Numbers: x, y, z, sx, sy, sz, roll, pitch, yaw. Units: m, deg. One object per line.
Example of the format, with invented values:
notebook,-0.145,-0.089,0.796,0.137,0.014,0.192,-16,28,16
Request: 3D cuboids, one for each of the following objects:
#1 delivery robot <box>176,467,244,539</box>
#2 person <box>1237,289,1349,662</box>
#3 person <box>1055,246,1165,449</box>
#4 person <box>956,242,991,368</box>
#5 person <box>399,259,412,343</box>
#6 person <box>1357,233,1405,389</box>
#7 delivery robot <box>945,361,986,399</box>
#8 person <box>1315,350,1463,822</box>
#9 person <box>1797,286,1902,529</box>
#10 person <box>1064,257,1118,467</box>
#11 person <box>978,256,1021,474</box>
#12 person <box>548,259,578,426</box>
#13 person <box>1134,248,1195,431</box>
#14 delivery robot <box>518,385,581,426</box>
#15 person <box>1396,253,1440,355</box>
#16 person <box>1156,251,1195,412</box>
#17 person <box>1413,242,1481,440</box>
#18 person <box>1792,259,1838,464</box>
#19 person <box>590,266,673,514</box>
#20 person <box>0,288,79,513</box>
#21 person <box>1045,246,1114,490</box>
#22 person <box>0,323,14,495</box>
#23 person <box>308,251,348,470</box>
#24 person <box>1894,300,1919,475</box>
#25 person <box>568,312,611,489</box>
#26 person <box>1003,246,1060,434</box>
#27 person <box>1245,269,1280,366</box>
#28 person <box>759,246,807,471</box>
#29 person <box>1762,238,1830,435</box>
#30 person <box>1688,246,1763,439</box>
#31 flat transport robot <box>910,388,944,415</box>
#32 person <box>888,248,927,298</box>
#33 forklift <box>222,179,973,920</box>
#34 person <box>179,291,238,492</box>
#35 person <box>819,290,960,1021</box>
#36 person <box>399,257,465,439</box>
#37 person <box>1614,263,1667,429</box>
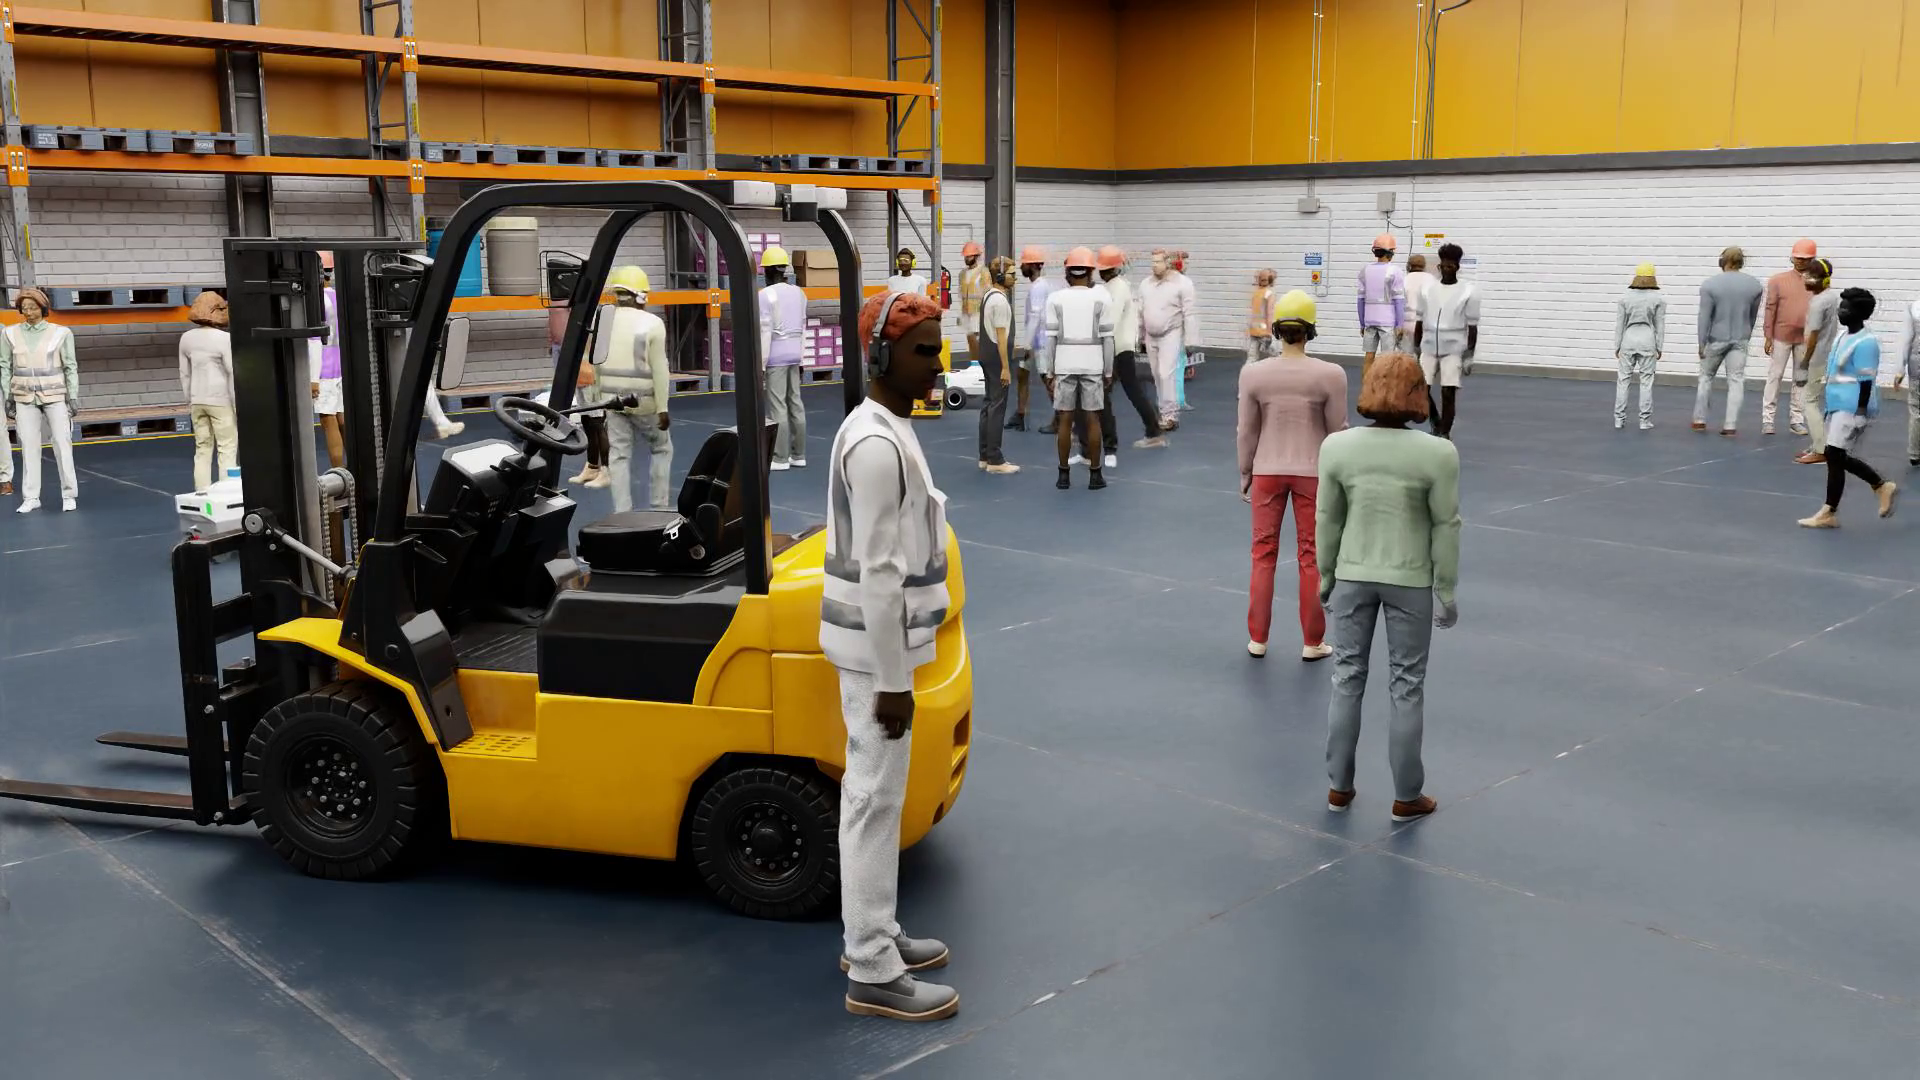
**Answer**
delivery robot,-4.580,-0.221,10.550,0.477,0.478,0.707,6,12,28
person,1.576,-0.299,7.917,0.525,1.772,0.306,4,11,19
person,1.476,-1.808,15.756,1.030,1.928,0.614,-1,10,-6
person,0.170,-3.154,23.058,0.579,1.923,0.404,10,14,43
person,-5.412,-1.795,15.731,0.641,1.911,0.876,-2,11,-11
person,4.905,-2.534,19.348,0.370,2.048,0.607,-9,14,-41
delivery robot,0.179,-1.852,19.440,0.707,0.478,0.477,0,10,1
person,1.482,0.161,5.783,0.514,1.630,0.295,6,12,31
person,6.180,-0.904,11.442,0.629,1.679,0.542,2,11,12
person,1.190,-1.570,14.575,0.498,1.876,0.632,-7,12,-33
person,0.323,-1.483,14.166,0.328,1.844,0.513,-2,11,-13
person,-4.159,-2.049,17.456,0.296,1.772,0.533,-10,15,-44
person,2.052,-2.065,17.236,0.654,1.886,0.662,10,14,44
delivery robot,-3.995,-1.280,16.322,0.477,0.478,0.707,6,12,28
person,5.358,-2.458,19.566,0.661,1.817,0.554,2,11,9
person,2.444,-2.393,19.144,0.389,1.838,0.564,-9,14,-41
person,4.432,-1.734,15.212,0.617,1.954,0.456,7,13,35
person,7.543,-1.558,14.640,0.367,1.815,0.615,6,12,31
person,-2.172,-0.948,11.321,0.626,1.810,0.639,4,11,21
person,-6.726,-1.016,12.181,0.514,1.640,0.310,-2,11,-12
person,0.955,-1.367,13.289,0.552,1.932,0.377,2,10,8
person,-7.625,-1.154,12.948,0.501,1.633,0.281,-2,11,-9
person,-5.001,-1.328,13.114,0.397,1.930,0.539,1,10,3
person,8.273,-1.437,14.109,0.591,1.776,0.851,7,12,32
person,-2.973,-1.259,13.349,0.318,1.697,0.535,-7,13,-34
person,0.703,-2.030,16.966,0.890,1.899,0.577,1,10,5
person,3.817,-2.529,20.516,0.776,1.606,0.536,-5,11,-24
person,-1.560,-1.554,14.329,0.388,1.926,0.590,7,13,35
person,8.491,-2.059,16.913,0.610,1.989,0.392,2,11,10
person,7.706,-1.998,16.803,0.630,1.902,0.872,1,10,6
flat transport robot,-0.524,-1.583,19.006,0.652,0.197,1.431,0,10,0
person,-0.635,-2.474,19.502,0.518,1.872,0.326,3,11,17
forklift,-1.114,-0.058,5.440,2.313,2.155,1.214,2,11,13
person,-5.241,-0.927,11.708,0.501,1.633,0.285,4,11,21
person,-0.185,0.295,4.365,0.362,1.883,0.576,0,10,-2
person,-5.410,-1.880,16.435,0.642,1.798,0.912,10,14,42
person,7.146,-2.037,17.485,0.481,1.737,0.321,6,12,29
